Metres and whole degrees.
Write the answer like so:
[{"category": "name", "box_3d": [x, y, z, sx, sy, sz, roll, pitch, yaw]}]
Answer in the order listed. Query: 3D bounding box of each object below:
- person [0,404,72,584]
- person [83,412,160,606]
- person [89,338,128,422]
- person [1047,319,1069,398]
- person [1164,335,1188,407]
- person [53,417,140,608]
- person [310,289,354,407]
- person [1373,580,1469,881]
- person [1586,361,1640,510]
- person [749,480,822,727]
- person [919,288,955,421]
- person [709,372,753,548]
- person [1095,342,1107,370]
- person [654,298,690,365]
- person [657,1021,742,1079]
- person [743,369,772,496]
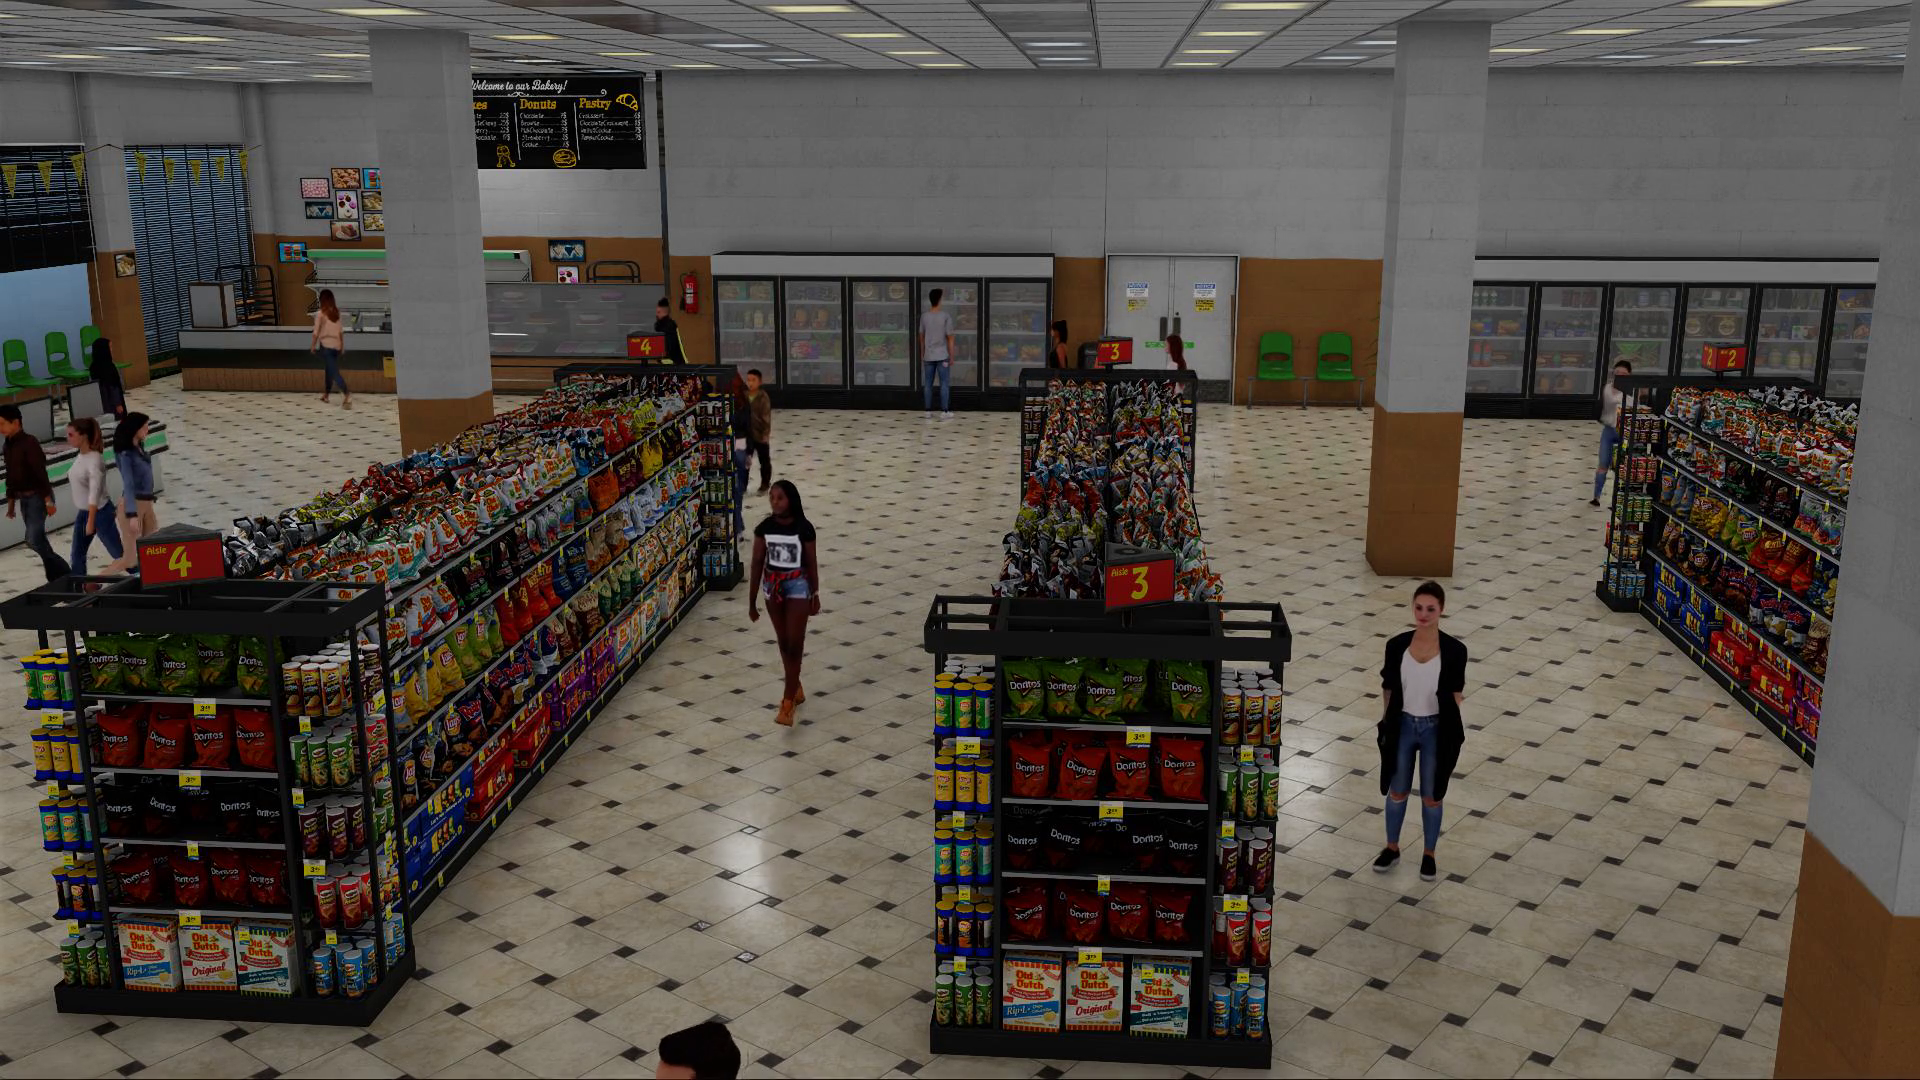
[{"category": "person", "box_3d": [-8.124, -0.346, 14.760, 0.820, 1.749, 0.848, 8, 16, 29]}, {"category": "person", "box_3d": [-7.095, -0.188, 14.126, 0.825, 1.741, 1.041, 0, 14, -1]}, {"category": "person", "box_3d": [-10.577, -1.706, 20.655, 0.708, 1.614, 0.741, 10, 17, 36]}, {"category": "person", "box_3d": [1.431, -2.107, 22.222, 0.707, 1.654, 0.743, 0, 14, -2]}, {"category": "person", "box_3d": [2.540, -1.555, 19.722, 0.714, 1.760, 0.543, 6, 15, 22]}, {"category": "person", "box_3d": [-7.311, -0.188, 14.257, 1.050, 1.678, 1.183, 12, 18, 41]}, {"category": "person", "box_3d": [-9.486, -2.873, 25.179, 1.021, 1.749, 1.150, 9, 16, 33]}, {"category": "person", "box_3d": [2.543, 1.042, 9.175, 0.706, 1.684, 0.684, 7, 15, 25]}, {"category": "person", "box_3d": [7.250, -1.138, 18.233, 1.056, 1.651, 1.011, -8, 16, -31]}, {"category": "person", "box_3d": [-1.186, 0.410, 11.753, 0.742, 1.697, 1.059, 4, 14, 15]}, {"category": "person", "box_3d": [-0.345, -2.715, 24.235, 0.730, 1.888, 0.661, 5, 14, 20]}, {"category": "person", "box_3d": [-2.255, -0.793, 16.596, 0.934, 1.753, 1.154, -6, 15, -25]}, {"category": "person", "box_3d": [1.884, -2.120, 23.028, 0.589, 1.300, 0.490, -1, 14, -3]}, {"category": "person", "box_3d": [-3.932, -2.451, 23.267, 1.128, 1.831, 1.164, -5, 15, -20]}, {"category": "person", "box_3d": [-0.660, 2.119, 4.382, 0.755, 1.851, 0.763, 10, 17, 36]}, {"category": "person", "box_3d": [-2.306, -1.234, 19.089, 0.668, 1.434, 0.894, 4, 14, 14]}]
